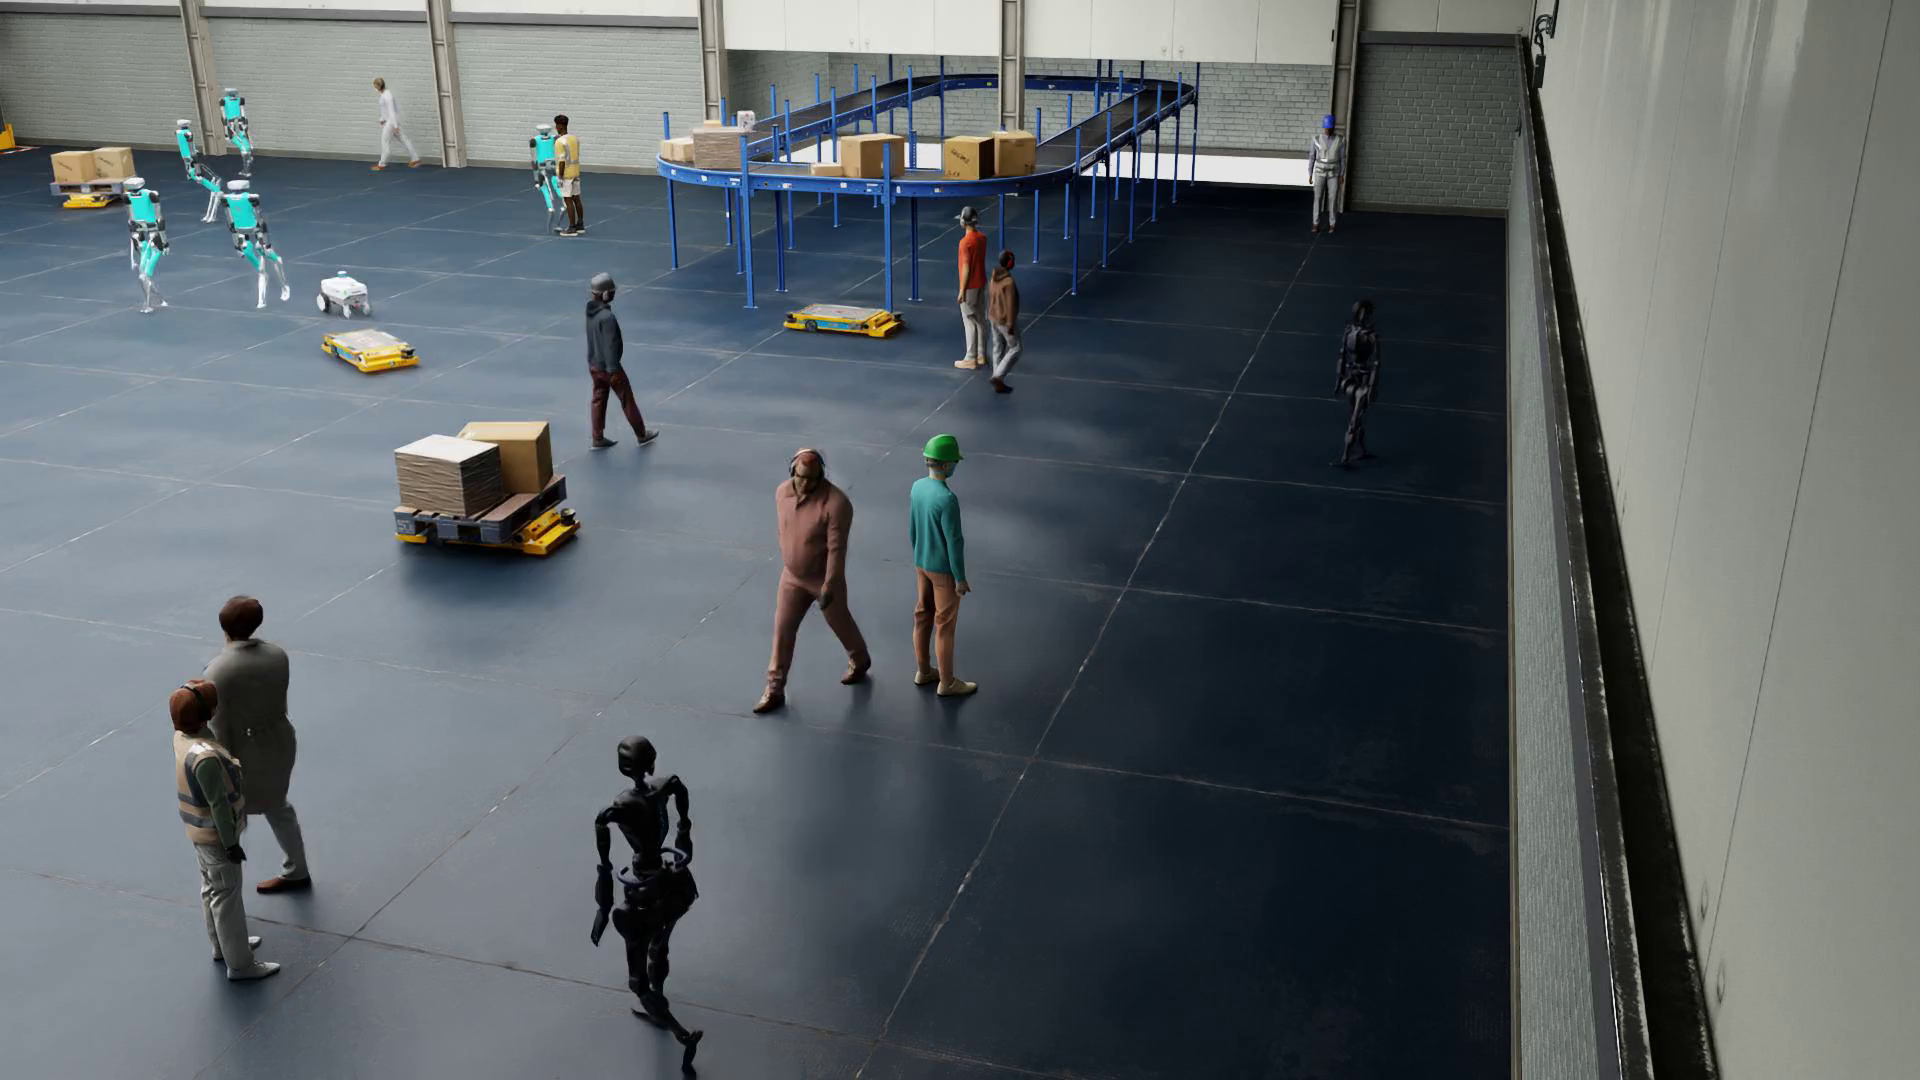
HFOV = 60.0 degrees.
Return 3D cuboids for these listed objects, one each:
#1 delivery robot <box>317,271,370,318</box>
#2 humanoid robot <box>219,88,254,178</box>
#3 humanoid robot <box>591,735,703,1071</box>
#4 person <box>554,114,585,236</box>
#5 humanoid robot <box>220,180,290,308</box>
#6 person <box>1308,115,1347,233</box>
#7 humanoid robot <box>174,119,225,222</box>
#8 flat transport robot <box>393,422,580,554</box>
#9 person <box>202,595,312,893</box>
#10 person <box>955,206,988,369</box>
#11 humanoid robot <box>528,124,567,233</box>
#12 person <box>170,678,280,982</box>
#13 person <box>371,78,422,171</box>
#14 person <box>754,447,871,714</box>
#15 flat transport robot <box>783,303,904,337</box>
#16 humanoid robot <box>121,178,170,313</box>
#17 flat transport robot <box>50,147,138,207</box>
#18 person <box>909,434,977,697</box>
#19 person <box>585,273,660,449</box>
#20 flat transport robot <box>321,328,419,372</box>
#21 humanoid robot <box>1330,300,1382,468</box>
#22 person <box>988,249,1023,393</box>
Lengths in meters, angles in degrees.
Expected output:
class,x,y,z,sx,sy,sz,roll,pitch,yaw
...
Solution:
class,x,y,z,sx,sy,sz,roll,pitch,yaw
delivery robot,-8.283,-3.304,22.373,0.816,0.612,0.499,20,28,41
humanoid robot,-14.261,-8.063,33.096,0.891,1.787,0.575,15,26,34
humanoid robot,-1.420,1.687,7.873,0.658,1.641,0.589,17,27,37
person,-6.467,-6.017,27.429,0.363,1.961,0.612,7,22,17
humanoid robot,-9.525,-4.082,22.776,0.548,1.772,0.979,6,22,16
person,6.096,-6.088,27.666,0.612,1.934,0.413,4,21,9
humanoid robot,-12.992,-6.349,28.569,0.735,1.755,0.530,-19,28,-40
flat transport robot,-4.118,-0.121,14.490,1.431,0.231,0.659,5,22,13
person,-3.869,1.181,8.993,0.452,1.804,0.596,12,24,28
person,0.106,-2.978,19.623,0.409,1.909,0.478,12,24,29
humanoid robot,-6.737,-5.914,27.565,0.547,1.857,0.689,-16,26,-35
person,-3.775,1.471,8.449,0.304,1.643,0.520,-15,26,-35
person,-11.638,-8.552,34.140,1.009,1.872,0.764,-7,22,-16
person,-0.994,0.221,11.420,0.636,1.850,0.985,12,24,29
flat transport robot,-1.506,-2.851,21.572,1.431,0.231,0.659,8,23,20
humanoid robot,-11.062,-3.899,22.365,0.575,1.839,0.812,4,22,11
flat transport robot,-15.883,-6.331,30.597,0.659,0.231,1.431,-3,21,-7
person,-0.137,0.175,11.503,0.361,1.867,0.514,-16,26,-35
person,-3.443,-1.809,16.752,0.733,1.787,0.578,-17,27,-38
flat transport robot,-7.169,-2.309,20.167,0.659,0.231,1.431,-17,27,-36
humanoid robot,3.836,-1.525,16.208,0.714,1.630,0.610,-11,24,-26
person,0.493,-2.425,18.553,0.385,1.642,0.463,-13,25,-31
